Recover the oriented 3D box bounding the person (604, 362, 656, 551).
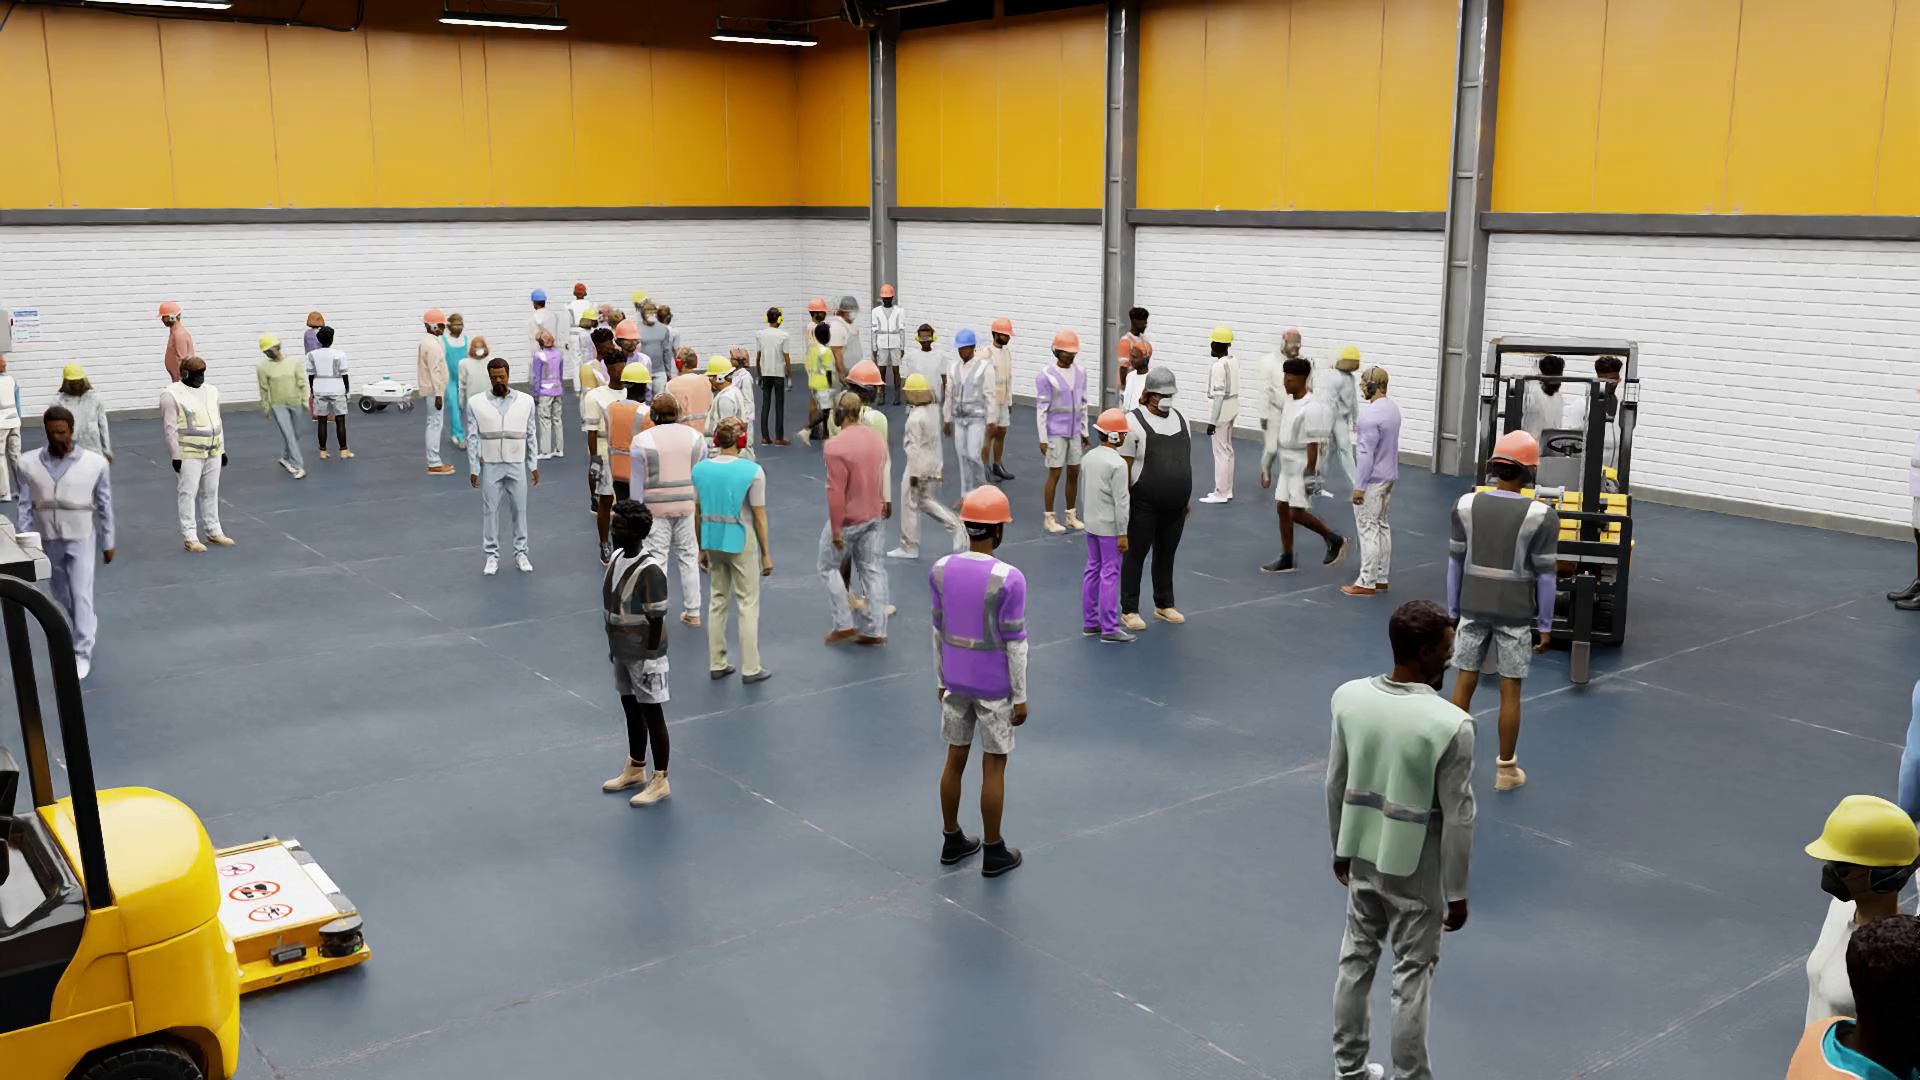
[{"bbox_3d":[-2.776,-0.558,14.244,0.581,1.919,0.402,7,14,32],"label":"person"}]

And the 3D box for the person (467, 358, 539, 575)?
[{"bbox_3d":[-4.038,-0.659,14.716,0.596,1.917,0.374,-4,12,-20],"label":"person"}]

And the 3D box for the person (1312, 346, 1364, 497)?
[{"bbox_3d":[4.244,-1.270,18.196,0.889,1.693,0.505,7,14,31],"label":"person"}]

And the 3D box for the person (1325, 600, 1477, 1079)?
[{"bbox_3d":[1.558,1.157,5.959,0.391,1.914,0.590,-9,15,-37],"label":"person"}]

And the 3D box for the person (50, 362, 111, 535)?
[{"bbox_3d":[-8.489,-0.852,16.095,0.491,1.748,0.344,-10,15,-39],"label":"person"}]

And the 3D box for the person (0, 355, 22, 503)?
[{"bbox_3d":[-10.444,-1.225,18.156,0.315,1.631,0.532,3,12,13],"label":"person"}]

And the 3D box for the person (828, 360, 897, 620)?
[{"bbox_3d":[-0.758,-0.396,13.145,0.615,2.040,0.391,10,15,41],"label":"person"}]

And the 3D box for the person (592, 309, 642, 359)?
[{"bbox_3d":[-4.208,-1.885,20.587,0.632,1.940,0.372,1,12,6],"label":"person"}]

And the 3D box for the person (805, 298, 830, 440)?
[{"bbox_3d":[-1.946,-2.345,22.808,0.354,1.939,0.545,0,12,-1],"label":"person"}]

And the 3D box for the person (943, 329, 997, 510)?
[{"bbox_3d":[0.092,-1.273,17.640,0.637,1.931,0.441,9,15,38],"label":"person"}]

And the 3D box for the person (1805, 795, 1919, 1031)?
[{"bbox_3d":[2.388,1.536,4.487,0.326,1.767,0.533,1,12,6],"label":"person"}]

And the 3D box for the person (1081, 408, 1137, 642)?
[{"bbox_3d":[1.119,-0.115,12.485,0.340,1.752,0.564,-5,13,-24],"label":"person"}]

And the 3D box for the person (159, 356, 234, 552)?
[{"bbox_3d":[-7.176,-0.818,15.685,0.429,1.840,0.624,5,13,23],"label":"person"}]

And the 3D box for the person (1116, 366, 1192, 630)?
[{"bbox_3d":[1.537,-0.328,12.820,0.688,2.000,0.536,-7,14,-30],"label":"person"}]

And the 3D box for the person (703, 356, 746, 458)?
[{"bbox_3d":[-2.237,-0.845,15.862,0.403,1.819,0.601,-1,12,-3],"label":"person"}]

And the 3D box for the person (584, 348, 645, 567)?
[{"bbox_3d":[-3.088,-0.753,15.051,0.602,1.966,0.368,-11,16,-42],"label":"person"}]

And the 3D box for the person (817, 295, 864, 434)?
[{"bbox_3d":[-1.577,-2.375,22.704,0.974,2.000,0.712,4,12,19],"label":"person"}]

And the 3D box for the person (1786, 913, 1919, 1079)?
[{"bbox_3d":[1.812,1.671,3.461,0.383,1.918,0.591,4,12,19],"label":"person"}]

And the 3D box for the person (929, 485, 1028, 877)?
[{"bbox_3d":[0.111,0.689,8.182,0.544,1.930,0.388,9,14,36],"label":"person"}]

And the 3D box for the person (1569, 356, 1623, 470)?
[{"bbox_3d":[5.559,-0.635,14.484,0.612,1.963,0.361,-4,12,-20],"label":"person"}]

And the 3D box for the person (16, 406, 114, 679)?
[{"bbox_3d":[-6.265,-0.024,11.736,0.585,1.894,0.897,-2,12,-9],"label":"person"}]

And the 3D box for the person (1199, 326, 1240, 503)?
[{"bbox_3d":[2.830,-1.360,18.070,0.364,1.930,0.588,6,13,25],"label":"person"}]

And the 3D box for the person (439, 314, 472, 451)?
[{"bbox_3d":[-6.668,-2.102,22.024,0.510,1.795,0.986,-9,15,-37],"label":"person"}]

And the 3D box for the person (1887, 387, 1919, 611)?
[{"bbox_3d":[7.778,-0.394,13.390,0.358,1.937,0.552,4,12,19],"label":"person"}]

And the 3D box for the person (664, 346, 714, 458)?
[{"bbox_3d":[-2.661,-0.989,16.487,0.371,1.843,0.572,11,16,42],"label":"person"}]

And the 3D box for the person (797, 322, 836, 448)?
[{"bbox_3d":[-1.852,-2.020,21.871,0.599,1.683,0.534,-5,13,-22],"label":"person"}]

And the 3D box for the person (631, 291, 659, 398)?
[{"bbox_3d":[-5.183,-3.180,27.258,0.869,1.768,0.644,1,12,5],"label":"person"}]

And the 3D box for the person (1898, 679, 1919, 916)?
[{"bbox_3d":[4.015,1.072,6.568,0.603,1.828,0.404,3,12,15],"label":"person"}]

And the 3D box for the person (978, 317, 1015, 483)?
[{"bbox_3d":[0.451,-1.635,19.416,0.390,1.925,0.550,9,15,36],"label":"person"}]

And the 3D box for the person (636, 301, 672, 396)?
[{"bbox_3d":[-4.146,-2.225,22.263,0.634,1.930,0.384,-9,14,-36],"label":"person"}]
